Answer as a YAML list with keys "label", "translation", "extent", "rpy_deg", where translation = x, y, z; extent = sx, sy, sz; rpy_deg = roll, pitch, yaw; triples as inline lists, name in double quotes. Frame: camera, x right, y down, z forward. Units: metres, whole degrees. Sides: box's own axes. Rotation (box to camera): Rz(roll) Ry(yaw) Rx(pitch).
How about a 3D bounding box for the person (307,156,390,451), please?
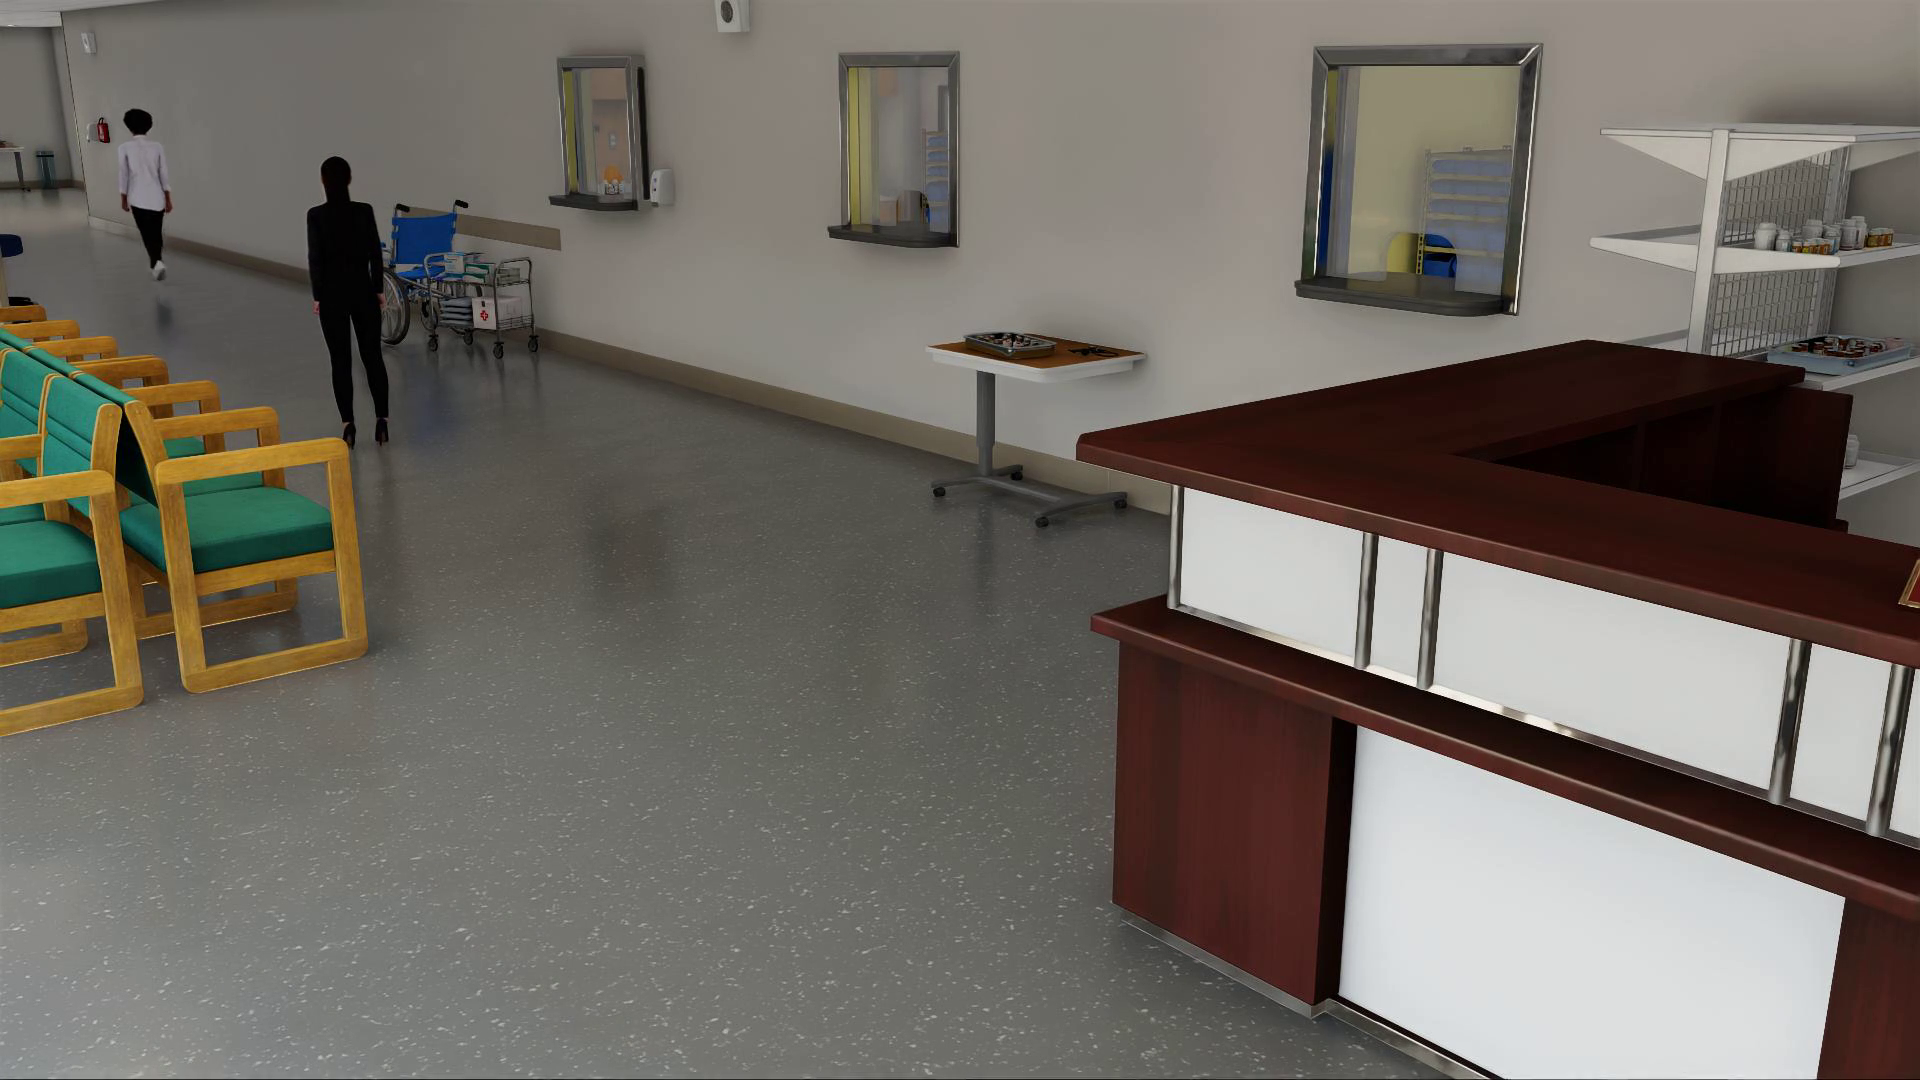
- label: "person"
  translation: [-3.614, -1.405, 9.853]
  extent: [0.461, 1.712, 0.653]
  rpy_deg: [-10, 19, -32]

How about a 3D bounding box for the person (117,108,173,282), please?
- label: "person"
  translation: [-8.583, -3.618, 17.577]
  extent: [1.046, 1.779, 0.728]
  rpy_deg: [-12, 20, -36]
